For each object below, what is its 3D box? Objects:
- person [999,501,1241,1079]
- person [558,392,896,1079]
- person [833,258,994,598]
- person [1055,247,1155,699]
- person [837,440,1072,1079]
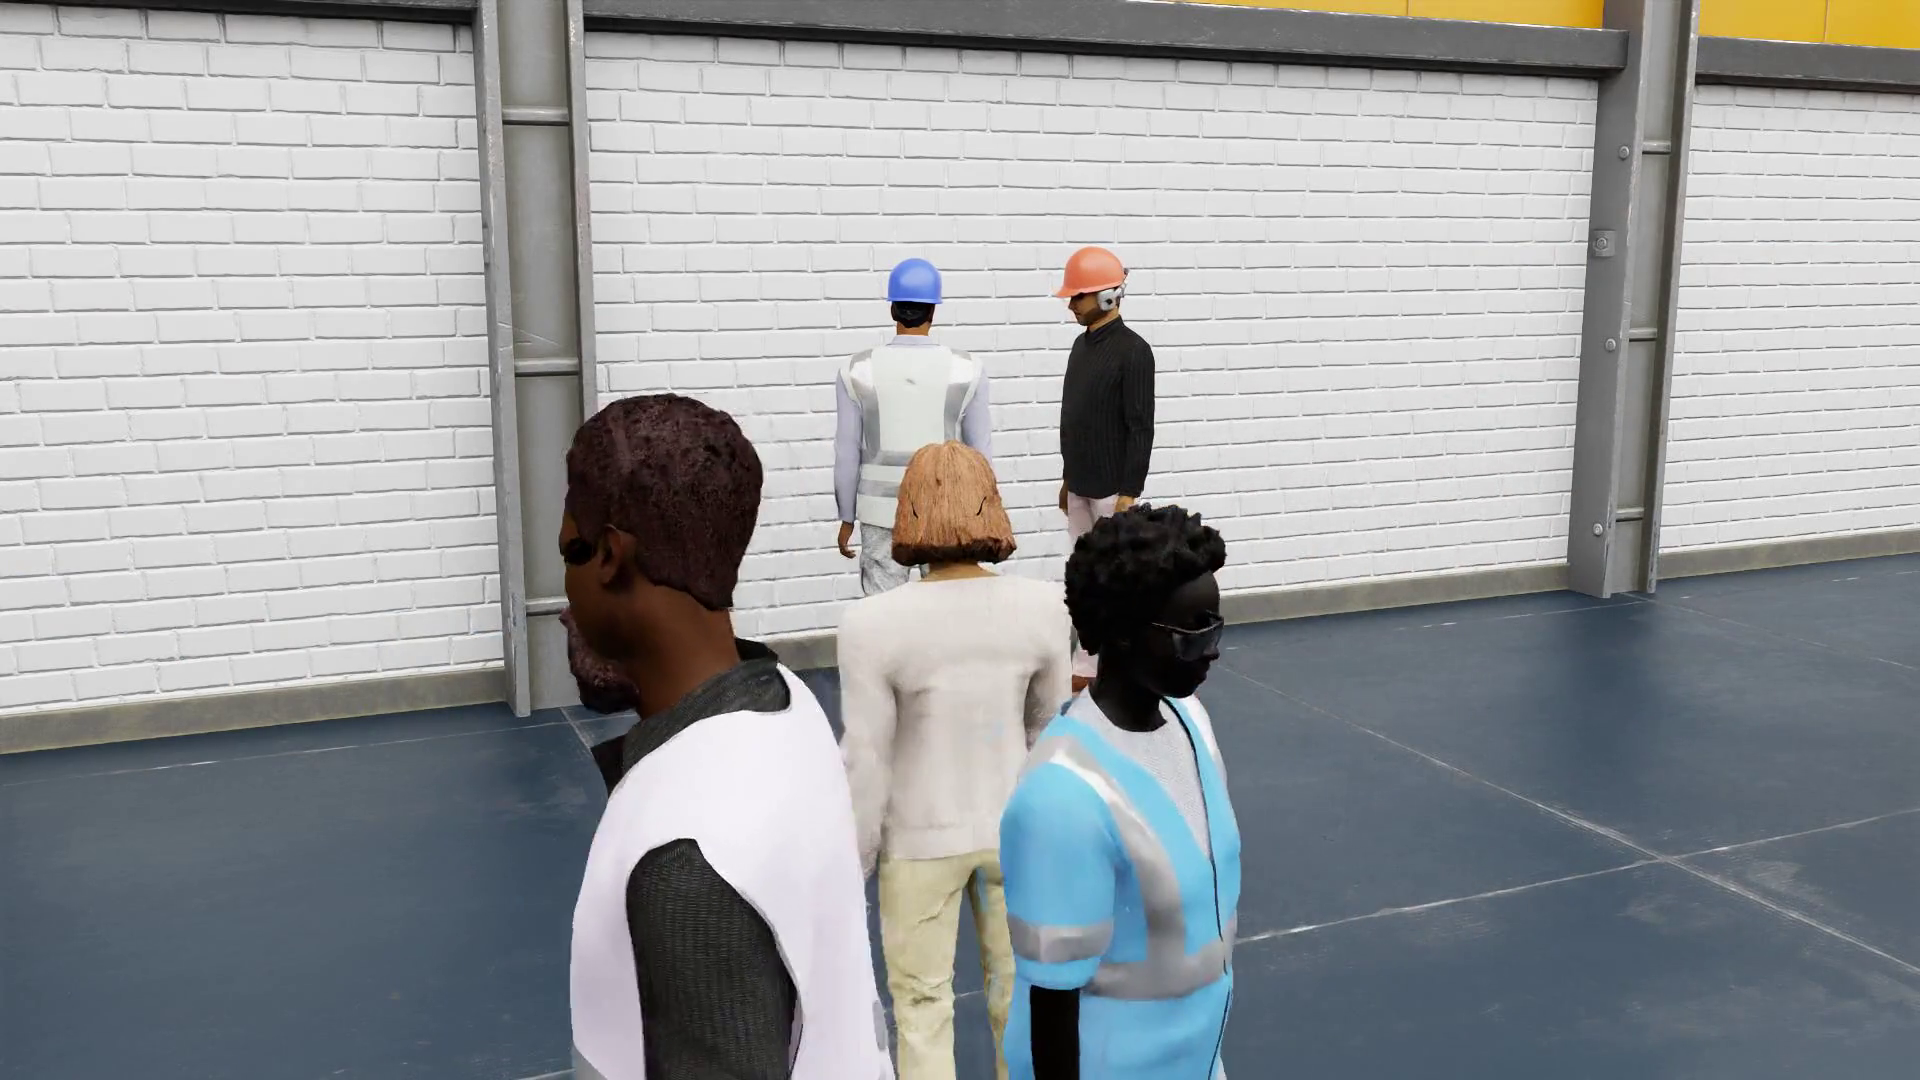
[{"bbox_3d":[0.173,0.756,2.466,0.746,1.668,0.538,6,12,29],"label":"person"},{"bbox_3d":[-0.176,0.782,1.773,0.843,1.879,0.624,-1,10,-5],"label":"person"},{"bbox_3d":[-0.177,-0.106,6.437,0.618,1.945,0.395,0,10,-1],"label":"person"},{"bbox_3d":[0.584,-0.238,7.069,0.392,1.985,0.610,-5,11,-24],"label":"person"},{"bbox_3d":[-0.012,0.616,3.330,0.503,1.631,0.282,-4,11,-23],"label":"person"}]
